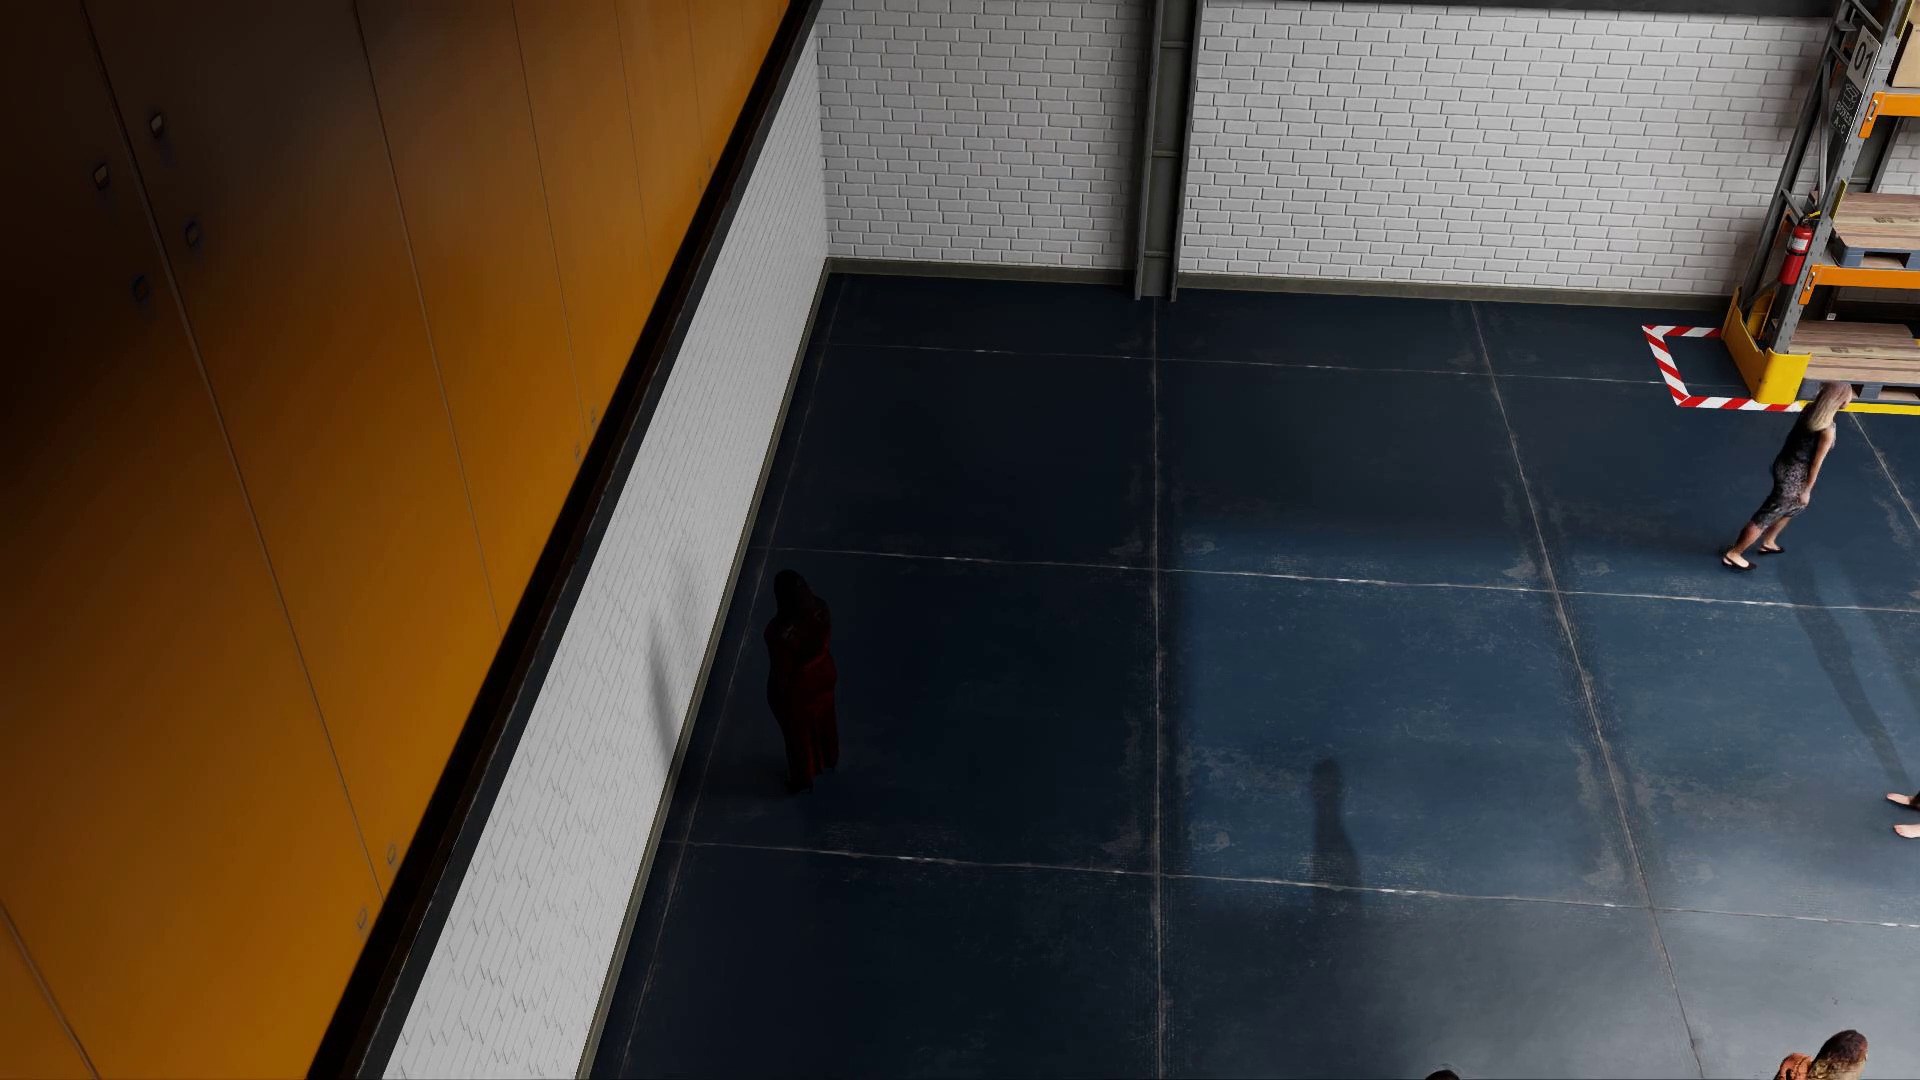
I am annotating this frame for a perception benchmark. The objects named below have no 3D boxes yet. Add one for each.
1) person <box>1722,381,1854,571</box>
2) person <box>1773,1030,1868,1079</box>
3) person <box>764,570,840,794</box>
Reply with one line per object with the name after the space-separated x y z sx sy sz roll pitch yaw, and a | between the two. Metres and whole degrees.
6.028 -0.443 12.212 0.725 1.666 0.572 5 39 6 | person
3.979 2.940 8.013 0.742 1.619 0.691 -21 43 -24 | person
-0.980 0.896 10.466 0.793 1.752 0.767 28 46 30 | person
